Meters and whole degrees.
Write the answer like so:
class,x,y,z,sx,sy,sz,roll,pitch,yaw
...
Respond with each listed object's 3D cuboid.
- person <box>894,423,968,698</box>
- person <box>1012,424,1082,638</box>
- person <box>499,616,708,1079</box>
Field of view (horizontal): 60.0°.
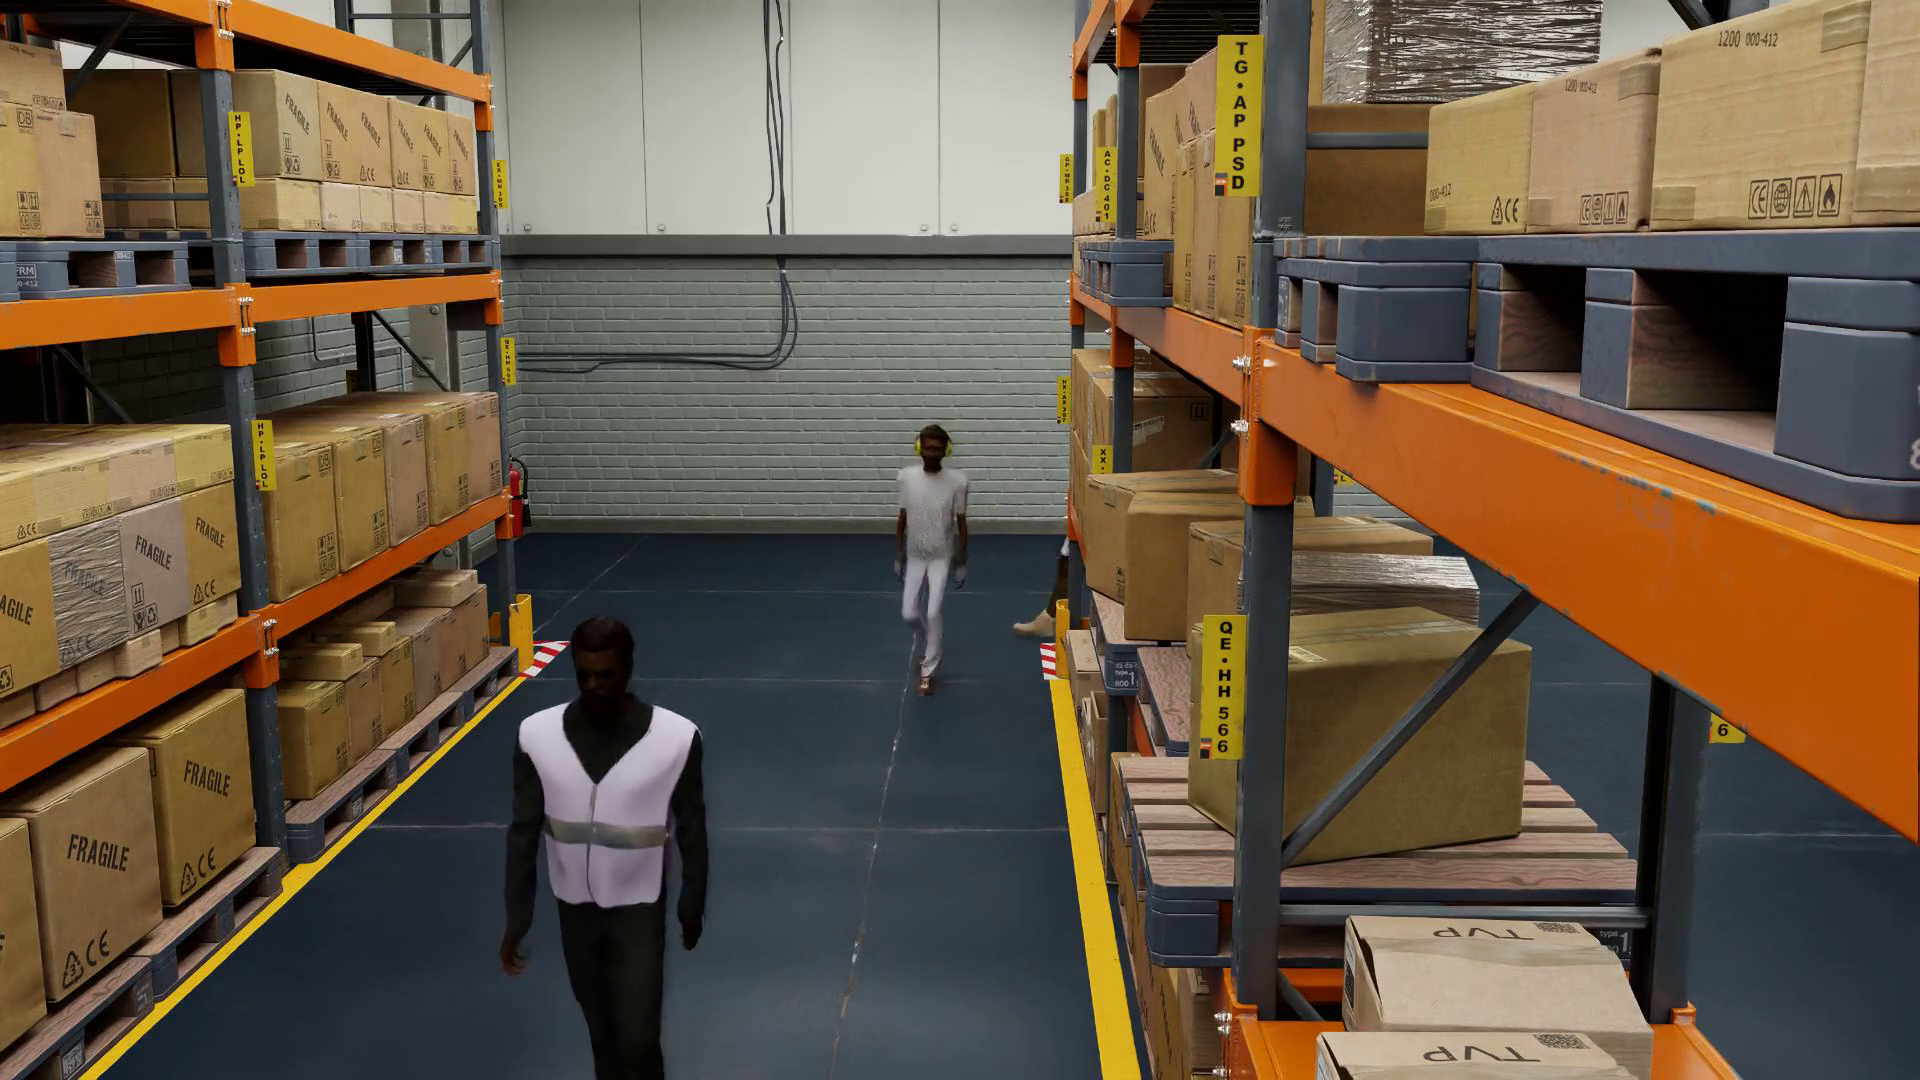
class,x,y,z,sx,sy,sz,roll,pitch,yaw
person,-0.194,0.119,11.259,0.524,1.851,0.478,2,10,13
person,0.965,-0.177,12.618,1.059,1.984,0.609,1,10,5
person,-1.125,1.181,5.192,0.597,1.893,0.757,1,10,7
